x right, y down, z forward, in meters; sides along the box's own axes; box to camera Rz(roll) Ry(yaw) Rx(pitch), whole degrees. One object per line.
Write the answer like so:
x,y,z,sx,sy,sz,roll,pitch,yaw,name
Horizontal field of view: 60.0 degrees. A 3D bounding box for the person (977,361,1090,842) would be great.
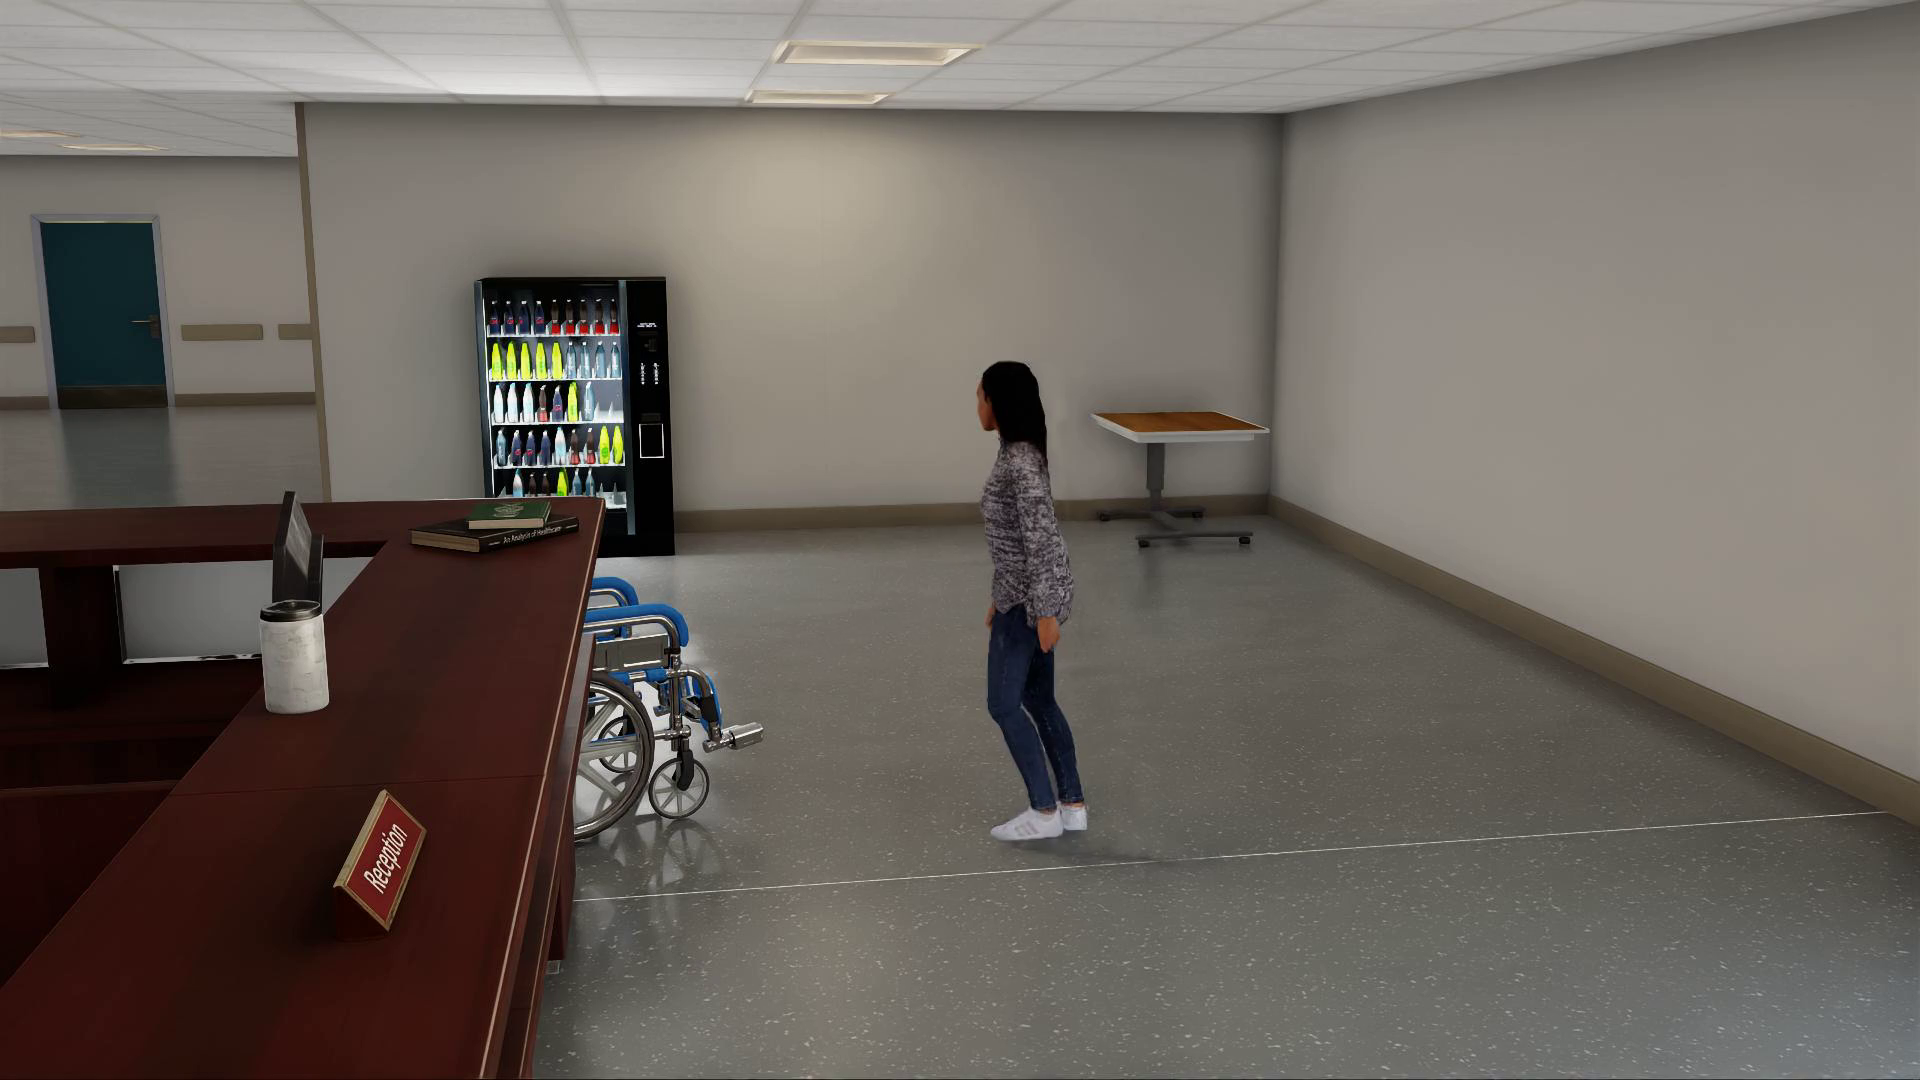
0.299,0.239,5.928,0.731,1.692,0.737,-1,11,-7,person
